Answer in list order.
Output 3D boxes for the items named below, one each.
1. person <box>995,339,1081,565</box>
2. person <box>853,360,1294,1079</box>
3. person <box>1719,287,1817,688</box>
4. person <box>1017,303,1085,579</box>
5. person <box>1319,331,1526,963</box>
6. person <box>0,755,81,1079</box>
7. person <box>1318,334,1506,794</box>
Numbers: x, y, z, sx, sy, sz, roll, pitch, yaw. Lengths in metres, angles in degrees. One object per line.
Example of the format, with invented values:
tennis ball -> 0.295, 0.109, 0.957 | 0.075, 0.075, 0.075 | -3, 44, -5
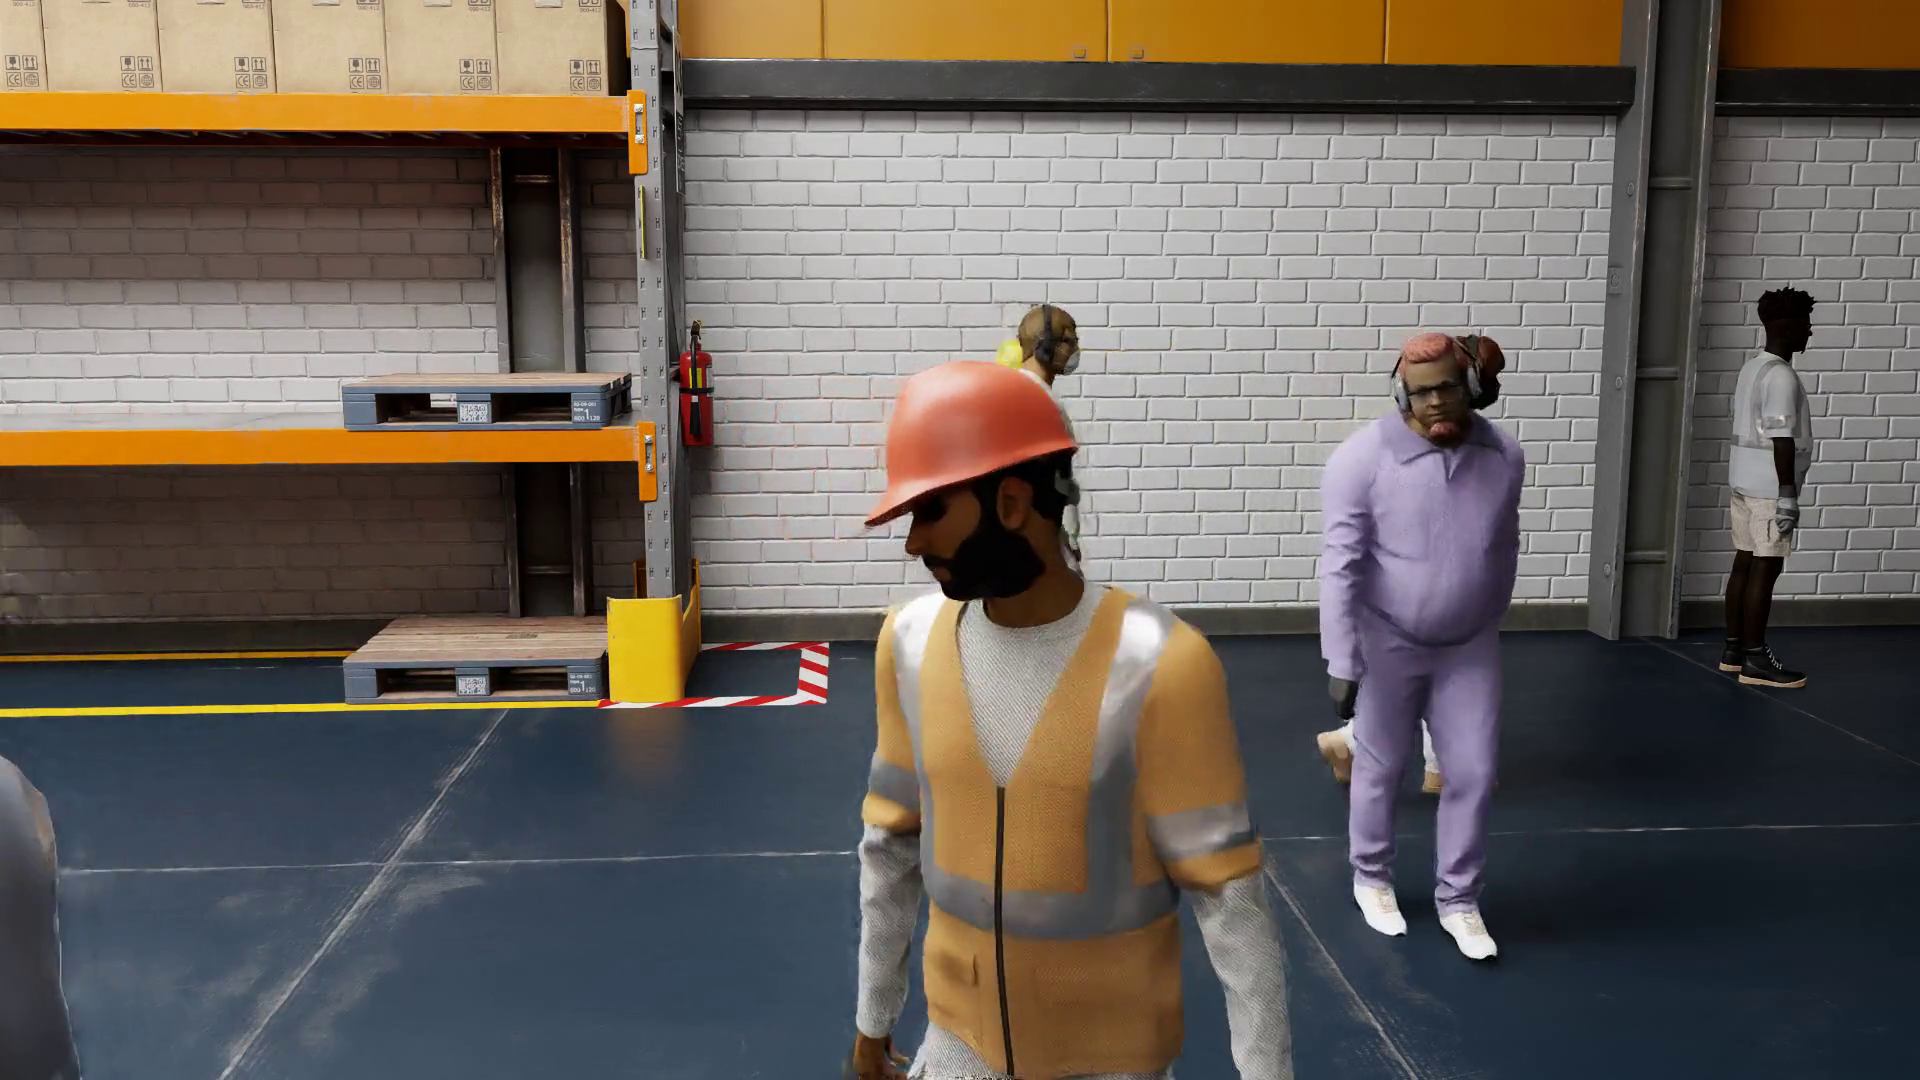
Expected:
person -> 0.344, -0.031, 7.509 | 0.450, 1.743, 0.530 | -3, 10, -18
person -> 0.174, 0.702, 2.385 | 0.738, 1.914, 0.450 | 5, 10, 28
person -> 4.022, -0.266, 8.259 | 0.367, 1.966, 0.606 | 1, 9, 8
person -> 0.407, 0.024, 6.617 | 0.948, 1.897, 0.648 | -1, 9, -8
person -> 1.359, 0.316, 4.930 | 0.663, 1.865, 0.716 | -1, 9, -7
person -> -1.299, 0.846, 1.856 | 0.899, 1.780, 0.613 | -1, 9, -4
person -> 1.734, 0.128, 6.275 | 0.712, 1.813, 0.651 | -1, 9, -5
